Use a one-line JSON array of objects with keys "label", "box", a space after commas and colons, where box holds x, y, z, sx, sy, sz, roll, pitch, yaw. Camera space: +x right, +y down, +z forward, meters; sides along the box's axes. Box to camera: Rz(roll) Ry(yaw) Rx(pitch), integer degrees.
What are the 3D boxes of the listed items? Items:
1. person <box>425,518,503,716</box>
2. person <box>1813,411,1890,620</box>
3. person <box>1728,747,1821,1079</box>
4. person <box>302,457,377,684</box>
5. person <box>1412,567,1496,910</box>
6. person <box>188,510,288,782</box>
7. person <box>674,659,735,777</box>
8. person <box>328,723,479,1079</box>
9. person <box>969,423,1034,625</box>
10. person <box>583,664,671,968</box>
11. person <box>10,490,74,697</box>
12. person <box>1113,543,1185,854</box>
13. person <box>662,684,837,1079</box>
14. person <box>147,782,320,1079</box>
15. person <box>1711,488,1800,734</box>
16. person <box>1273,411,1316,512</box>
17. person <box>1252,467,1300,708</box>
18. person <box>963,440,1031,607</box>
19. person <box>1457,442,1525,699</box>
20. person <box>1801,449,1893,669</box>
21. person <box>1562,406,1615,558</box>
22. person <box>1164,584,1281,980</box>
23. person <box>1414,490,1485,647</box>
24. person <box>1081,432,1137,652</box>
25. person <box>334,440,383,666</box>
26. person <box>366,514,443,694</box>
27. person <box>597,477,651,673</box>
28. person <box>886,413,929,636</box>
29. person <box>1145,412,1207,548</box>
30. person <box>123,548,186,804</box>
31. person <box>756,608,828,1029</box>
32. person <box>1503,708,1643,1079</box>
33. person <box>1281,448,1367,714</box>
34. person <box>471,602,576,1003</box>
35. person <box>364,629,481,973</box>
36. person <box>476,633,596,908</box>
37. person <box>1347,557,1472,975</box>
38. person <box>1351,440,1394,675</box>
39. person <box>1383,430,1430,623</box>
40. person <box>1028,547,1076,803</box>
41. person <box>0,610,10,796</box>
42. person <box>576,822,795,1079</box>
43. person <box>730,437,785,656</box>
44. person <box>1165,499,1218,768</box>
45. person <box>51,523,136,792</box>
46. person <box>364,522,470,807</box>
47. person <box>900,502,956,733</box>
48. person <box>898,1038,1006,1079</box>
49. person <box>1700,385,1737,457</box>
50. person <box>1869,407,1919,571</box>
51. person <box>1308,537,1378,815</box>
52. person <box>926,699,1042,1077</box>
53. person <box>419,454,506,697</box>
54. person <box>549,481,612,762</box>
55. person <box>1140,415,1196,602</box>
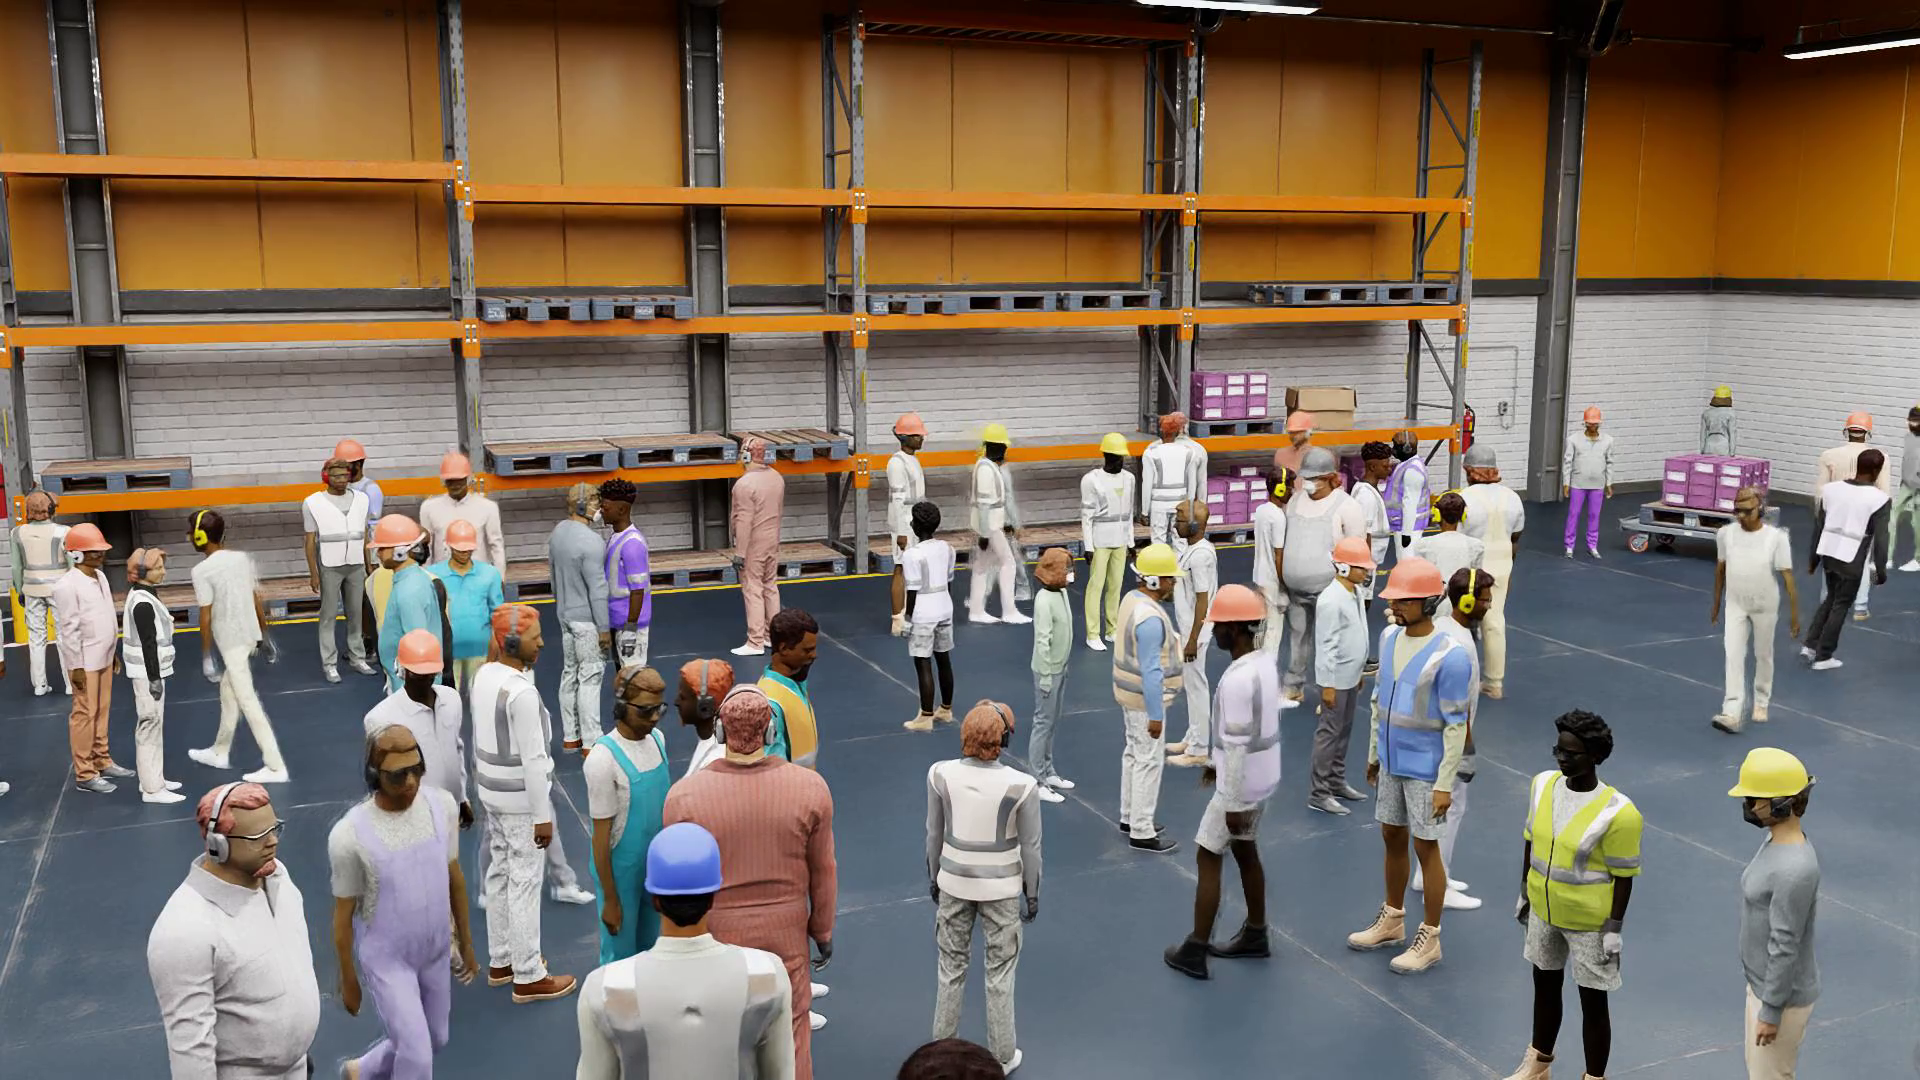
[{"label": "person", "box": [-3.330, 0.712, 11.167, 0.569, 1.744, 0.342, -4, 11, -23]}, {"label": "person", "box": [8.510, -0.235, 15.898, 0.625, 1.992, 0.388, 5, 11, 28]}, {"label": "person", "box": [2.901, 1.607, 5.989, 0.342, 1.755, 0.534, 4, 11, 20]}, {"label": "person", "box": [-5.083, 0.235, 13.634, 0.386, 1.841, 0.568, 8, 13, 39]}, {"label": "person", "box": [2.636, 1.057, 8.893, 0.327, 1.857, 0.524, 0, 10, 0]}, {"label": "person", "box": [-4.890, 0.704, 11.026, 0.921, 1.812, 0.536, 2, 10, 12]}, {"label": "person", "box": [-0.987, 1.401, 6.797, 0.357, 1.881, 0.574, -1, 10, -5]}, {"label": "person", "box": [-2.126, 1.535, 6.224, 0.804, 1.818, 0.519, 7, 12, 34]}, {"label": "person", "box": [0.409, -0.141, 15.600, 0.716, 1.907, 0.595, 0, 10, -1]}, {"label": "person", "box": [-1.343, 1.409, 6.884, 0.351, 1.838, 0.507, 3, 10, 19]}, {"label": "person", "box": [-7.176, 0.428, 13.106, 0.523, 1.638, 0.310, 0, 10, -3]}, {"label": "person", "box": [1.104, 0.918, 9.763, 0.404, 1.824, 0.606, -1, 10, -5]}, {"label": "person", "box": [-0.791, 1.478, 6.283, 0.651, 1.907, 0.409, -3, 10, -14]}, {"label": "person", "box": [-2.190, 1.671, 5.174, 0.402, 1.906, 0.651, 1, 10, 4]}, {"label": "person", "box": [5.801, 0.518, 12.149, 0.648, 1.781, 0.968, 8, 13, 39]}, {"label": "person", "box": [3.330, -0.278, 16.204, 0.643, 1.976, 0.619, -10, 14, -44]}, {"label": "person", "box": [2.431, 0.359, 12.860, 0.328, 1.865, 0.517, -2, 10, -10]}, {"label": "person", "box": [0.350, -0.159, 16.367, 0.931, 1.676, 0.561, -5, 11, -27]}, {"label": "person", "box": [4.005, 0.246, 12.998, 0.688, 2.000, 0.536, -4, 11, -22]}, {"label": "person", "box": [7.404, 0.174, 13.879, 0.460, 1.888, 0.628, -4, 11, -23]}, {"label": "person", "box": [7.192, -0.658, 19.032, 0.573, 1.749, 0.343, 1, 10, 5]}, {"label": "person", "box": [1.311, 1.159, 8.098, 0.466, 1.916, 0.553, 6, 11, 31]}, {"label": "person", "box": [3.389, 0.583, 11.589, 0.510, 1.857, 0.314, 0, 10, 1]}, {"label": "person", "box": [1.326, 0.007, 14.697, 0.585, 1.929, 0.364, -7, 12, -36]}, {"label": "person", "box": [-5.118, 0.105, 14.140, 0.546, 1.928, 0.385, 9, 13, 41]}, {"label": "person", "box": [-3.232, 0.831, 9.762, 0.395, 1.990, 0.625, -3, 10, -15]}, {"label": "person", "box": [-2.322, 0.544, 11.496, 0.367, 1.966, 0.606, -4, 11, -23]}, {"label": "person", "box": [-0.462, -0.140, 15.211, 0.378, 2.045, 0.605, 2, 10, 12]}, {"label": "person", "box": [2.174, -0.354, 16.891, 0.653, 1.894, 0.401, 0, 10, -1]}, {"label": "person", "box": [-5.162, 0.860, 10.620, 0.310, 1.636, 0.523, -5, 11, -27]}, {"label": "person", "box": [-0.805, 1.249, 7.585, 0.392, 1.914, 0.587, 0, 10, -1]}, {"label": "person", "box": [2.469, 1.507, 6.717, 0.321, 1.697, 0.529, -6, 11, -30]}, {"label": "person", "box": [2.687, 0.308, 12.641, 0.687, 2.000, 0.535, 9, 14, 43]}, {"label": "person", "box": [-2.079, 1.222, 7.820, 0.341, 1.884, 0.587, -8, 13, -38]}, {"label": "person", "box": [-2.534, 1.274, 7.905, 0.328, 1.747, 0.572, 5, 11, 27]}, {"label": "person", "box": [-2.290, 1.216, 8.690, 0.693, 1.591, 0.523, 4, 11, 21]}, {"label": "person", "box": [2.193, 1.089, 8.132, 0.375, 2.043, 0.610, -5, 11, -25]}, {"label": "person", "box": [3.390, 0.140, 13.861, 0.370, 1.958, 0.598, 2, 10, 13]}, {"label": "person", "box": [4.219, -0.129, 15.772, 0.431, 1.835, 0.623, 2, 10, 9]}, {"label": "person", "box": [0.597, 0.850, 10.690, 0.266, 1.631, 0.507, 3, 10, 17]}, {"label": "person", "box": [-6.379, 0.740, 10.514, 0.599, 1.913, 0.375, -4, 11, -22]}, {"label": "person", "box": [-0.762, 1.744, 4.675, 0.621, 1.937, 0.415, -3, 10, -19]}, {"label": "person", "box": [-1.794, 0.053, 14.493, 0.408, 1.906, 0.654, 4, 11, 24]}, {"label": "person", "box": [1.584, 0.630, 11.351, 0.335, 1.843, 0.513, 1, 10, 7]}, {"label": "person", "box": [-5.660, 0.756, 10.877, 0.327, 1.753, 0.563, -1, 10, -4]}, {"label": "person", "box": [-3.371, 0.804, 10.354, 0.619, 1.845, 0.430, 5, 11, 28]}, {"label": "person", "box": [-0.237, 0.562, 12.162, 0.321, 1.696, 0.537, 8, 12, 37]}, {"label": "person", "box": [0.017, 1.953, 3.511, 0.391, 1.920, 0.593, 1, 10, 5]}, {"label": "person", "box": [10.053, -1.177, 22.048, 0.296, 1.744, 0.484, -8, 13, -39]}, {"label": "person", "box": [10.299, -0.540, 18.104, 0.776, 1.834, 0.541, -2, 10, -11]}, {"label": "person", "box": [2.417, 0.837, 10.440, 0.342, 1.744, 0.562, 6, 12, 32]}, {"label": "person", "box": [0.094, 1.484, 7.046, 0.519, 1.633, 0.313, 3, 10, 19]}, {"label": "person", "box": [-3.820, 0.327, 12.768, 0.647, 1.950, 0.962, -2, 10, -14]}, {"label": "person", "box": [-2.593, 0.558, 11.497, 0.357, 1.936, 0.637, -8, 13, -39]}, {"label": "person", "box": [2.079, -0.313, 16.671, 0.576, 1.884, 0.354, -3, 10, -17]}]
